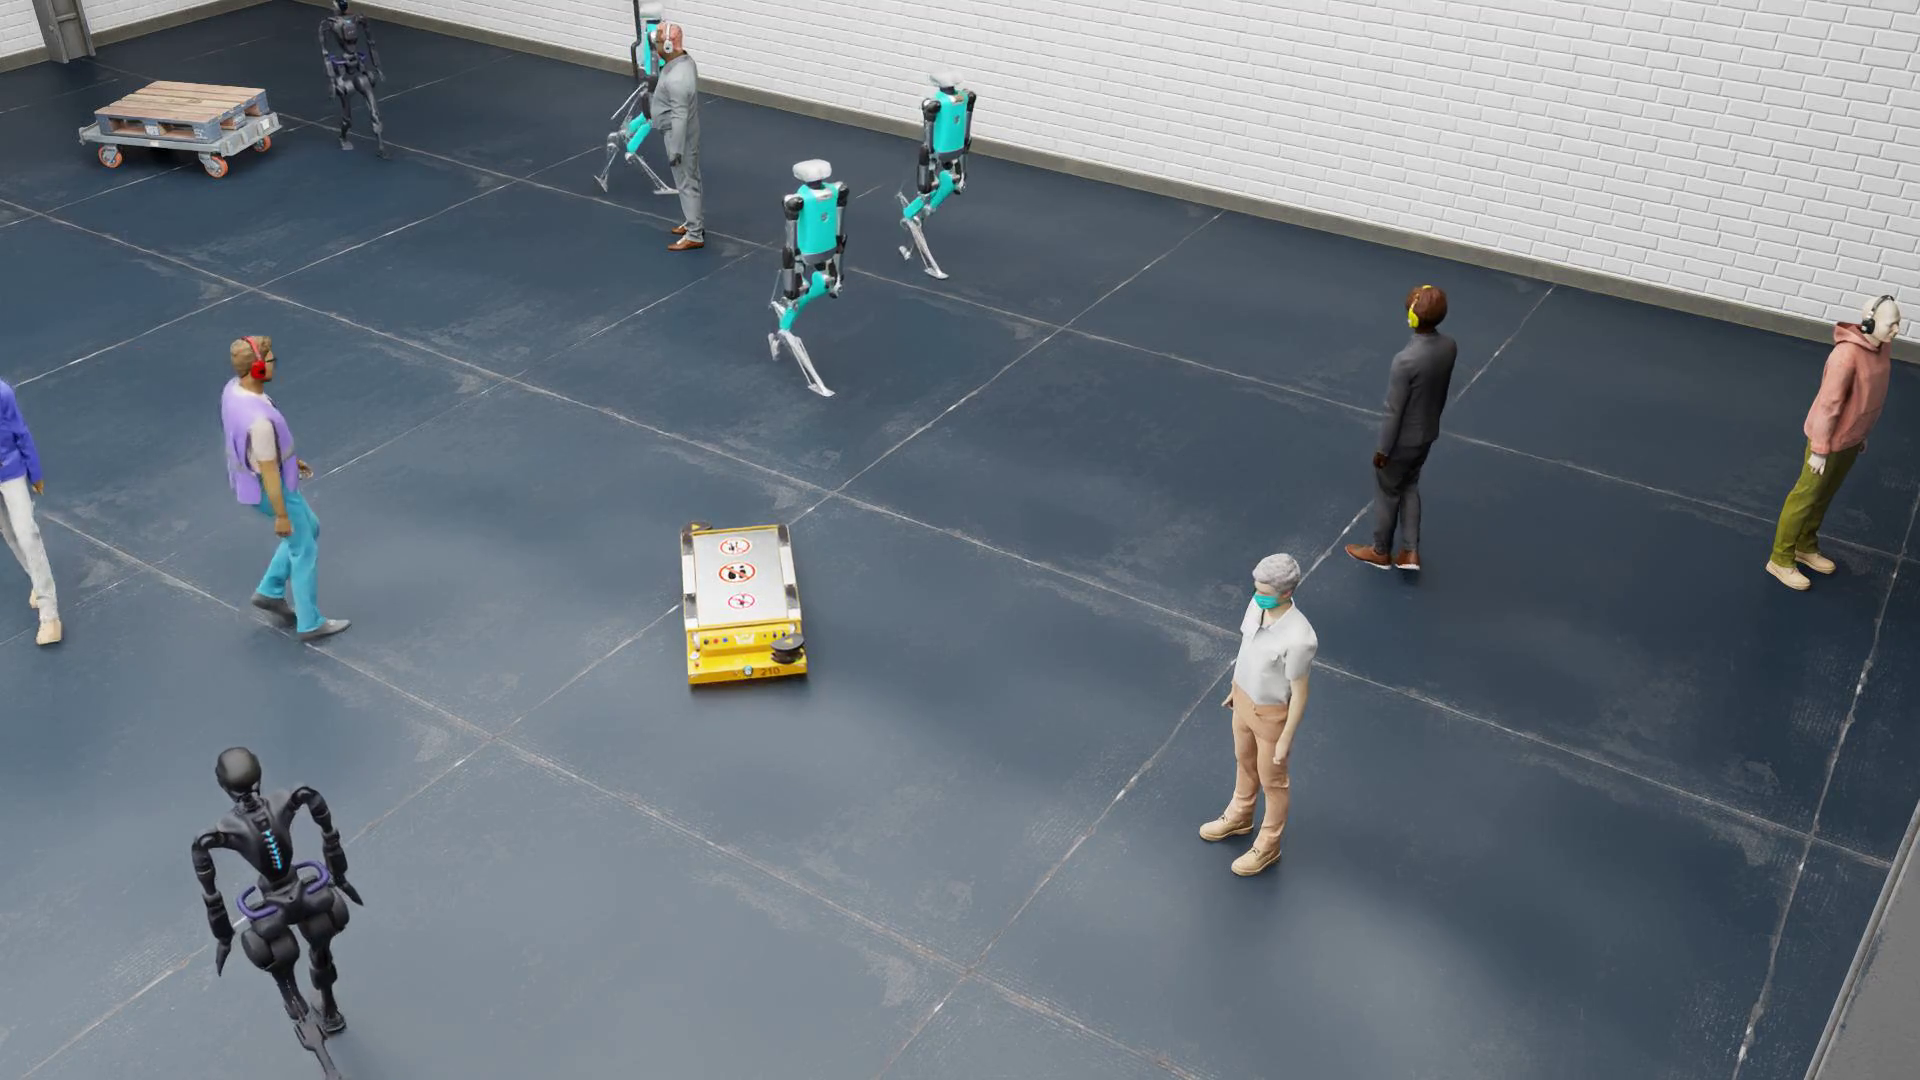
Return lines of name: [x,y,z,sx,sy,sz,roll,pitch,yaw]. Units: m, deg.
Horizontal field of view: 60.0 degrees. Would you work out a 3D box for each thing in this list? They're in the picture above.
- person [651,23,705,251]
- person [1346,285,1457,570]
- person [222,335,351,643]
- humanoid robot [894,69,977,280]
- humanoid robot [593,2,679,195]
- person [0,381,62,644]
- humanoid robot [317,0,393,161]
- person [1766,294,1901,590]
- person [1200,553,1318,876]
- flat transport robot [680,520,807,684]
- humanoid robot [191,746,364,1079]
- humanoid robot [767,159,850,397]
person: [-2.381,-3.396,14.027,0.410,1.910,0.638,-1,33,-2]
person: [2.623,-0.617,9.741,0.506,1.867,0.518,-21,38,-29]
person: [-3.813,-0.278,9.251,0.469,1.818,0.578,-20,38,-28]
humanoid robot: [-0.313,-2.985,13.611,0.860,1.848,0.558,28,42,36]
humanoid robot: [-3.044,-3.939,15.057,0.941,1.780,0.551,-2,33,-4]
person: [-5.402,-0.292,9.269,0.477,1.831,0.903,-8,34,-13]
humanoid robot: [-5.861,-4.506,16.007,0.749,1.638,0.602,28,42,36]
person: [5.123,-0.588,9.723,0.517,1.837,0.378,-21,38,-30]
person: [1.395,0.790,7.667,0.321,1.738,0.475,-14,35,-21]
flat transport robot: [-1.287,0.325,9.750,0.659,0.231,1.431,-5,33,-8]
humanoid robot: [-2.659,1.520,6.628,0.603,1.645,0.725,-25,40,-33]
humanoid robot: [-1.228,-1.941,11.947,0.552,1.780,0.930,-27,41,-35]
